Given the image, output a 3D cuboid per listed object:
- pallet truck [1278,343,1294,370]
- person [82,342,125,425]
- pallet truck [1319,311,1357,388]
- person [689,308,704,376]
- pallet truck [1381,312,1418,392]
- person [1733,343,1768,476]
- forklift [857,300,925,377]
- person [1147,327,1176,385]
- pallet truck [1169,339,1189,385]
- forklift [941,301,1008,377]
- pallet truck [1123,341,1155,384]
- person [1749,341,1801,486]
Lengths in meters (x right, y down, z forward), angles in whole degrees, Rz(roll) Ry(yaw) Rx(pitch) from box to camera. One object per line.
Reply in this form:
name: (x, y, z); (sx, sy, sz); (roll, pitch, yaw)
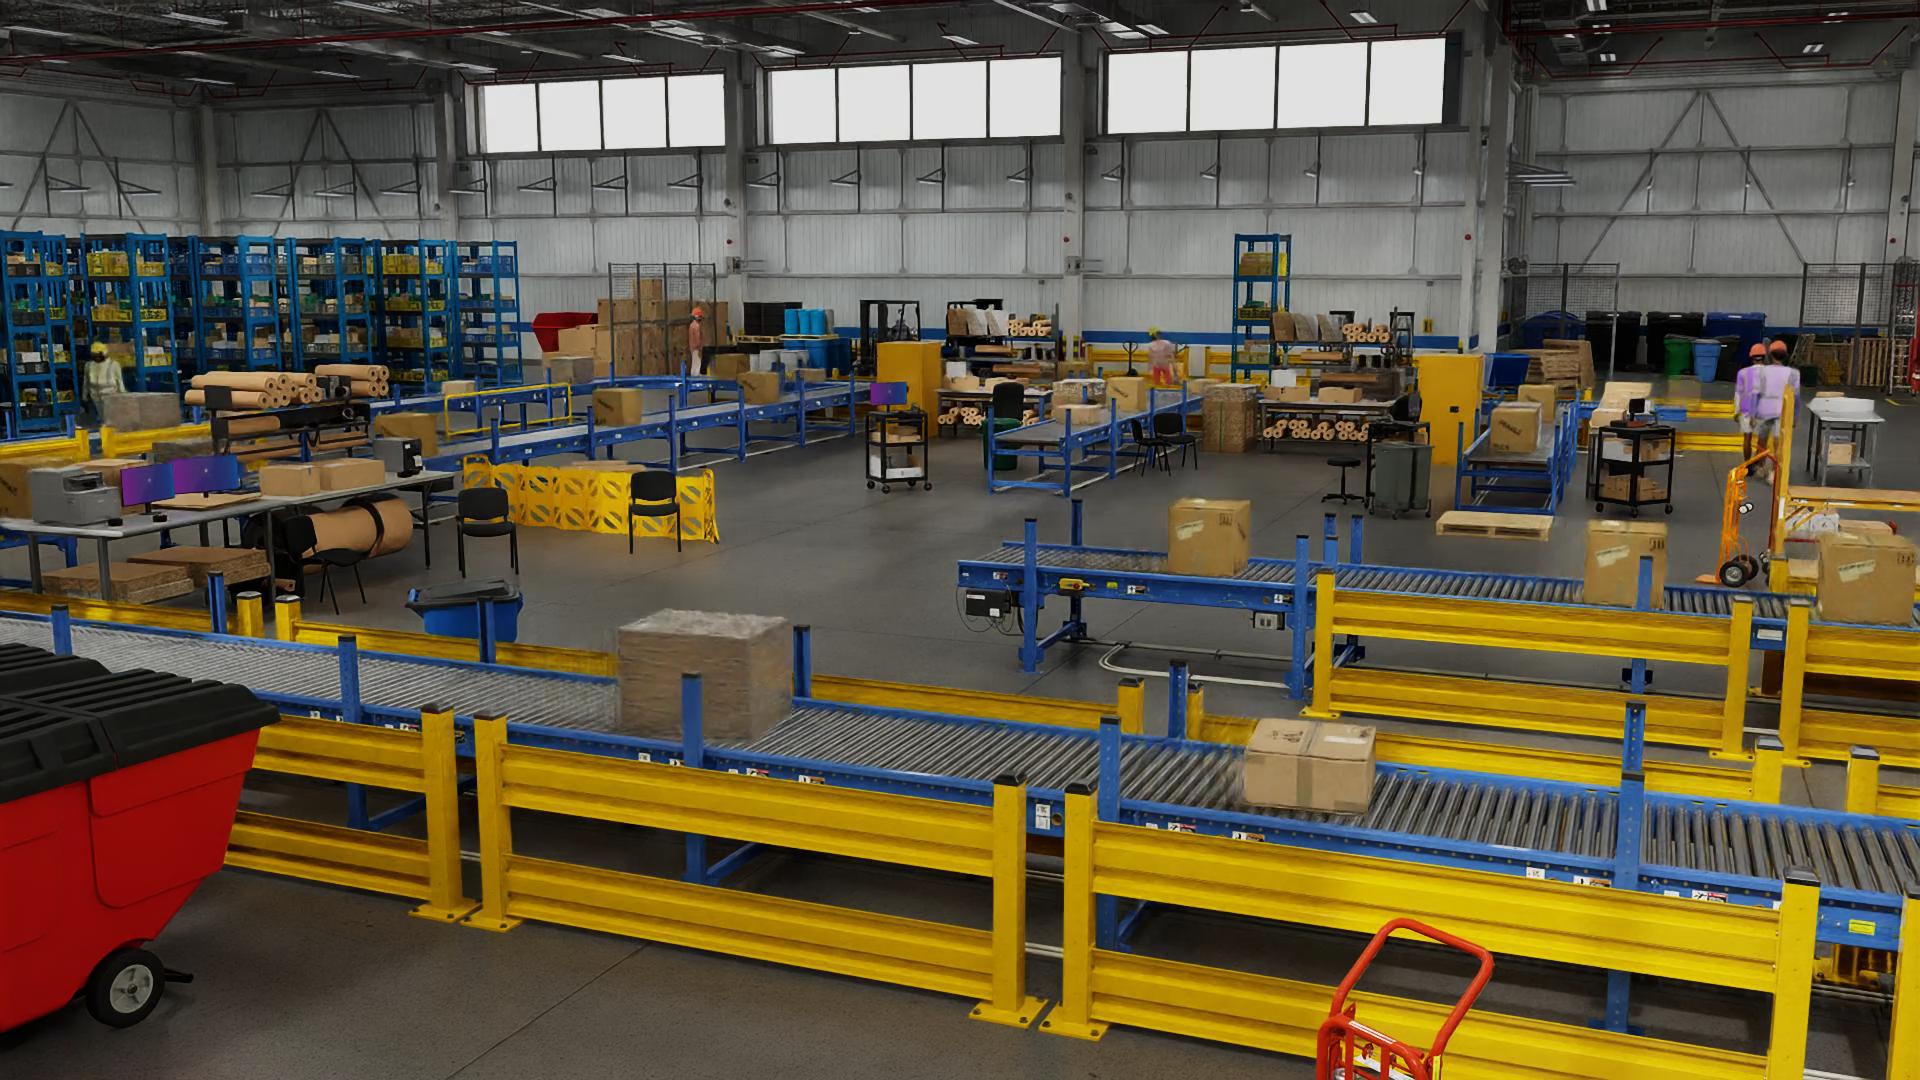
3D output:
pallet truck: (7.886, -4.163, 39.743); (0.653, 1.274, 1.630); (4, 10, 22)
person: (-14.100, -2.350, 27.305); (0.627, 1.776, 0.949); (0, 9, 1)
pallet truck: (9.071, -4.419, 39.190); (0.823, 1.965, 1.885); (5, 10, 26)
person: (-6.402, -4.642, 40.549); (0.378, 1.996, 0.610); (-4, 10, -22)
pallet truck: (10.207, -4.283, 38.369); (0.823, 1.965, 1.885); (3, 10, 20)
person: (11.542, -1.894, 24.134); (0.581, 1.912, 0.745); (5, 10, 27)
forklift: (-1.732, -5.109, 42.468); (1.157, 1.987, 2.680); (4, 10, 22)
person: (4.372, -3.751, 36.038); (0.650, 1.703, 0.337); (3, 10, 18)
pallet truck: (5.418, -4.269, 40.420); (0.704, 1.261, 1.522); (3, 10, 20)
forklift: (0.365, -4.966, 41.571); (1.157, 1.987, 2.680); (3, 10, 20)
pallet truck: (4.445, -4.380, 41.279); (0.680, 1.201, 1.601); (4, 10, 22)
person: (11.317, -1.762, 23.124); (0.630, 1.988, 1.071); (4, 10, 20)
